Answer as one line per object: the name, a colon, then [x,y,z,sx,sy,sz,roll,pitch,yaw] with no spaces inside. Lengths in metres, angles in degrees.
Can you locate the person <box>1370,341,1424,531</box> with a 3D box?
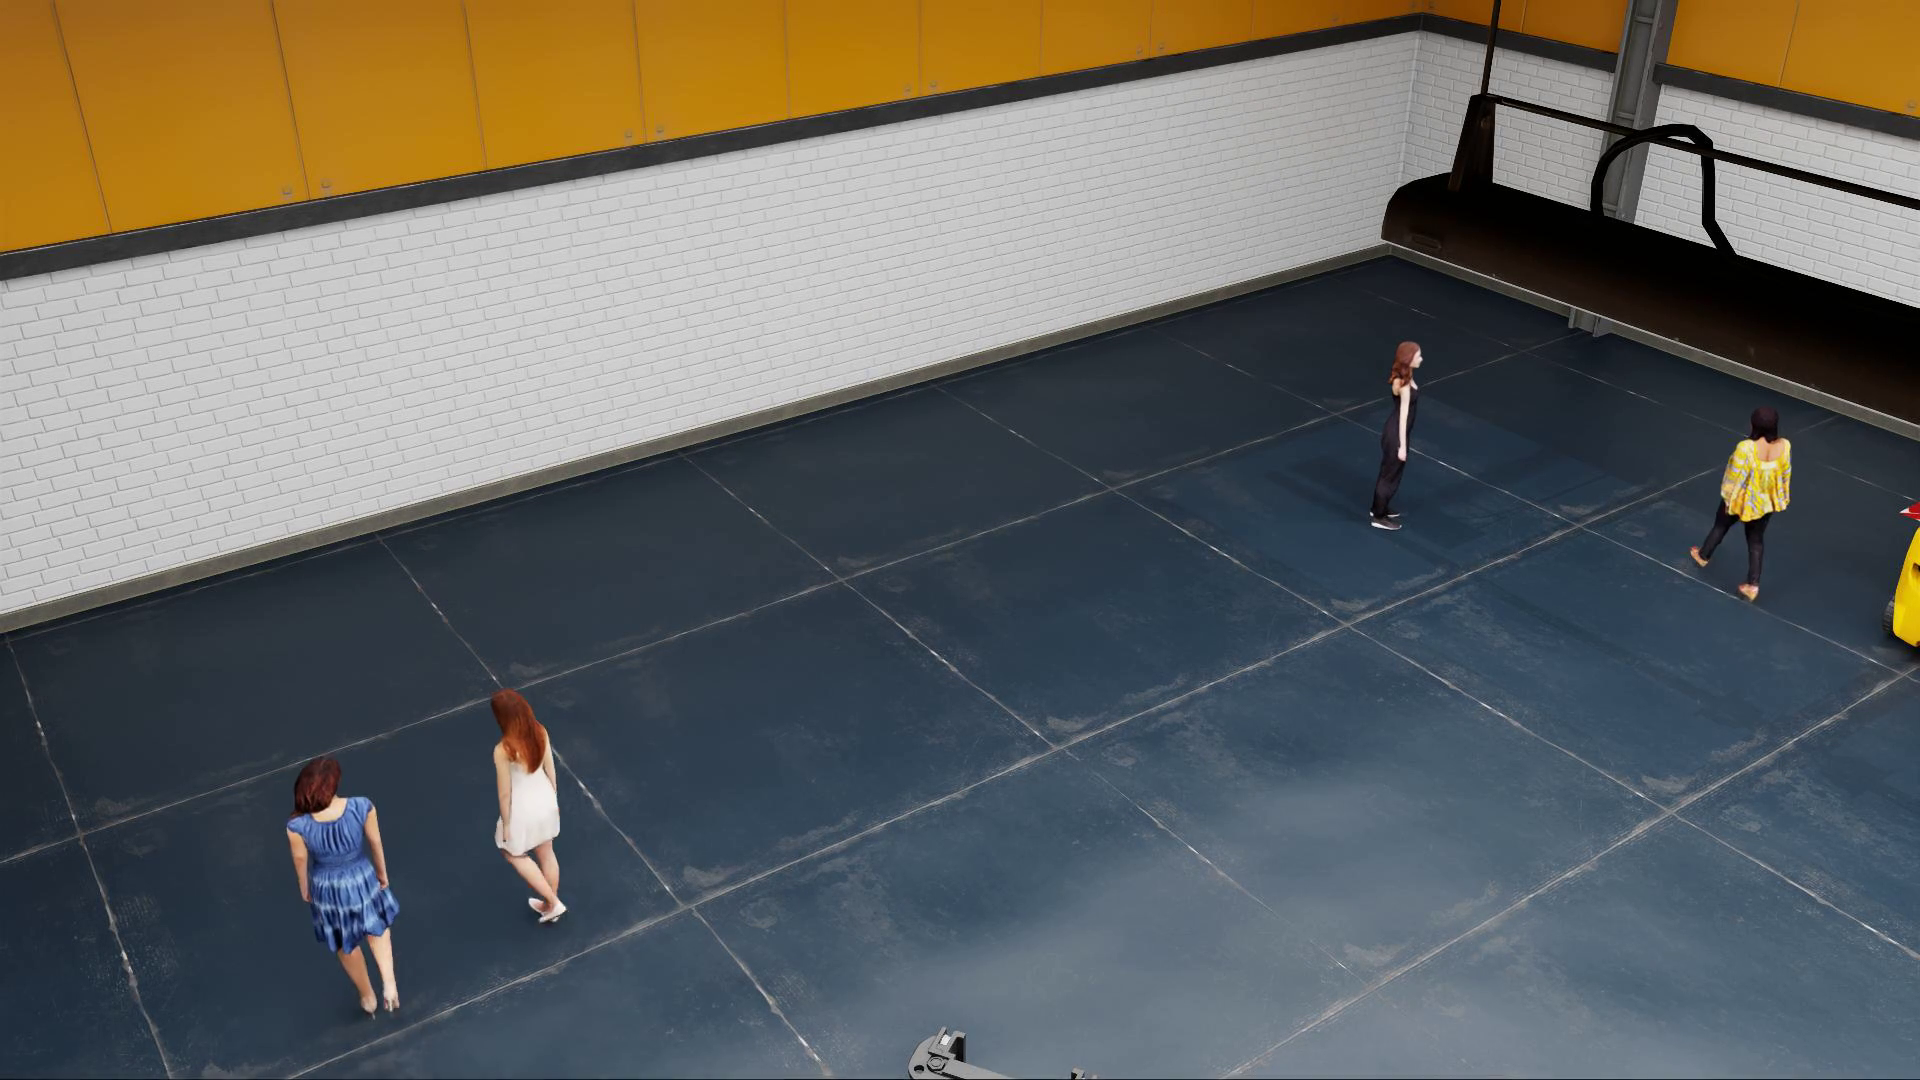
person: [3.871,-0.947,14.764,0.710,1.746,0.658,6,29,10]

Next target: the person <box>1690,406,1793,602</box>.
person: [6.523,-0.266,13.659,0.980,1.609,1.160,-5,29,-9]

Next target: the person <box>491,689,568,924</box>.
person: [-2.532,1.663,10.032,0.758,1.696,0.676,21,35,34]

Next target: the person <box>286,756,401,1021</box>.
person: [-3.397,2.024,9.267,0.669,1.793,0.743,-16,32,-27]
